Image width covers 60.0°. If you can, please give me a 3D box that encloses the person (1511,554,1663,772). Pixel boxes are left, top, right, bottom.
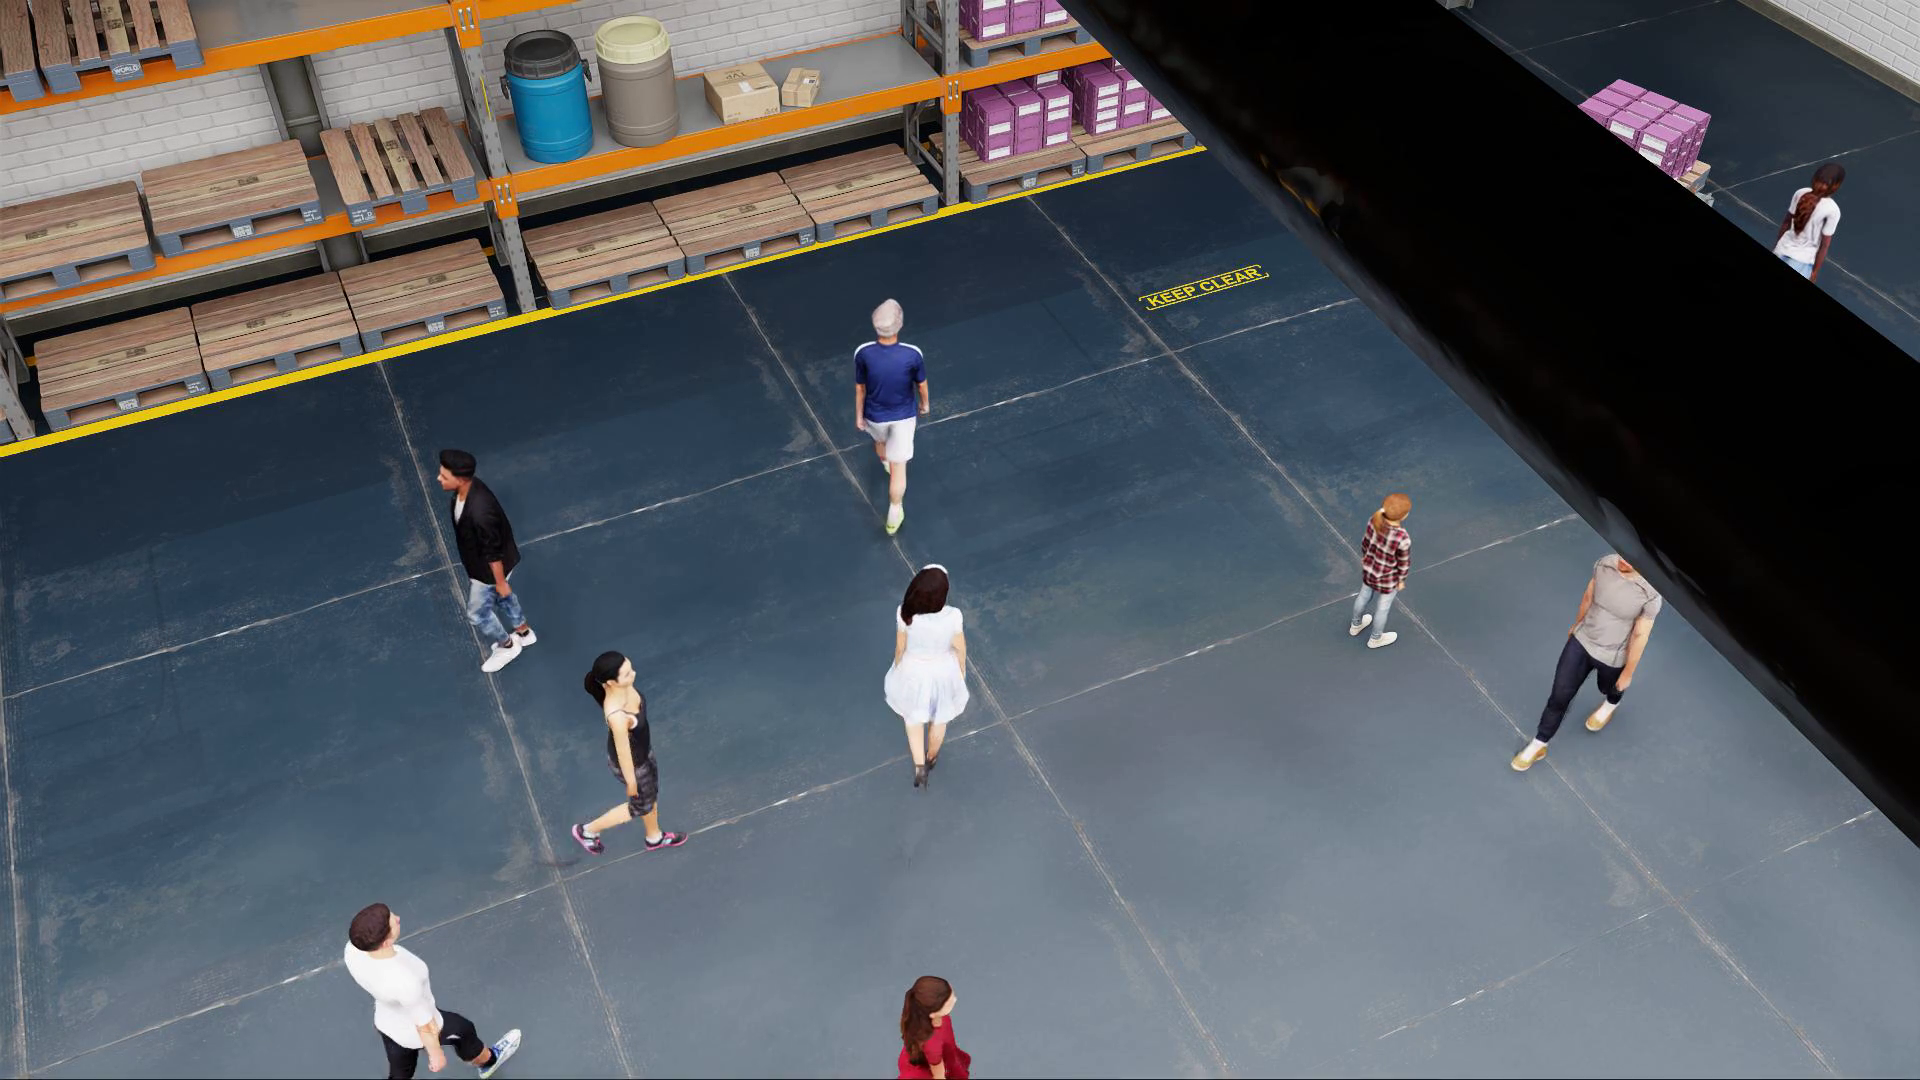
[{"bbox_3d":[4.006,0.620,10.208,1.259,1.855,0.872,-29,51,-27],"label":"person"}]

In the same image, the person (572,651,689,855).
[{"bbox_3d":[-1.997,1.271,9.629,0.934,1.712,0.687,-8,44,-9],"label":"person"}]

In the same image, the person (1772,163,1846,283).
[{"bbox_3d":[6.666,-2.237,13.308,0.538,1.716,0.578,-19,47,-19],"label":"person"}]

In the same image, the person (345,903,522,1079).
[{"bbox_3d":[-2.810,2.470,8.302,1.103,1.807,1.291,24,49,23],"label":"person"}]

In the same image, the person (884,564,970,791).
[{"bbox_3d":[-0.188,0.891,9.962,0.901,1.803,0.927,0,44,0],"label":"person"}]

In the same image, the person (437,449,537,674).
[{"bbox_3d":[-2.985,0.096,10.803,0.640,1.794,0.687,-19,47,-18],"label":"person"}]

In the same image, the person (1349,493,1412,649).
[{"bbox_3d":[2.807,0.190,11.058,0.578,1.306,0.570,-27,50,-26],"label":"person"}]

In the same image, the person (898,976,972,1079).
[{"bbox_3d":[-0.240,2.670,8.301,1.121,1.517,0.717,-8,44,-8],"label":"person"}]

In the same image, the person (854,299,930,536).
[{"bbox_3d":[-0.497,-0.825,11.779,1.188,1.782,1.082,2,44,2],"label":"person"}]
